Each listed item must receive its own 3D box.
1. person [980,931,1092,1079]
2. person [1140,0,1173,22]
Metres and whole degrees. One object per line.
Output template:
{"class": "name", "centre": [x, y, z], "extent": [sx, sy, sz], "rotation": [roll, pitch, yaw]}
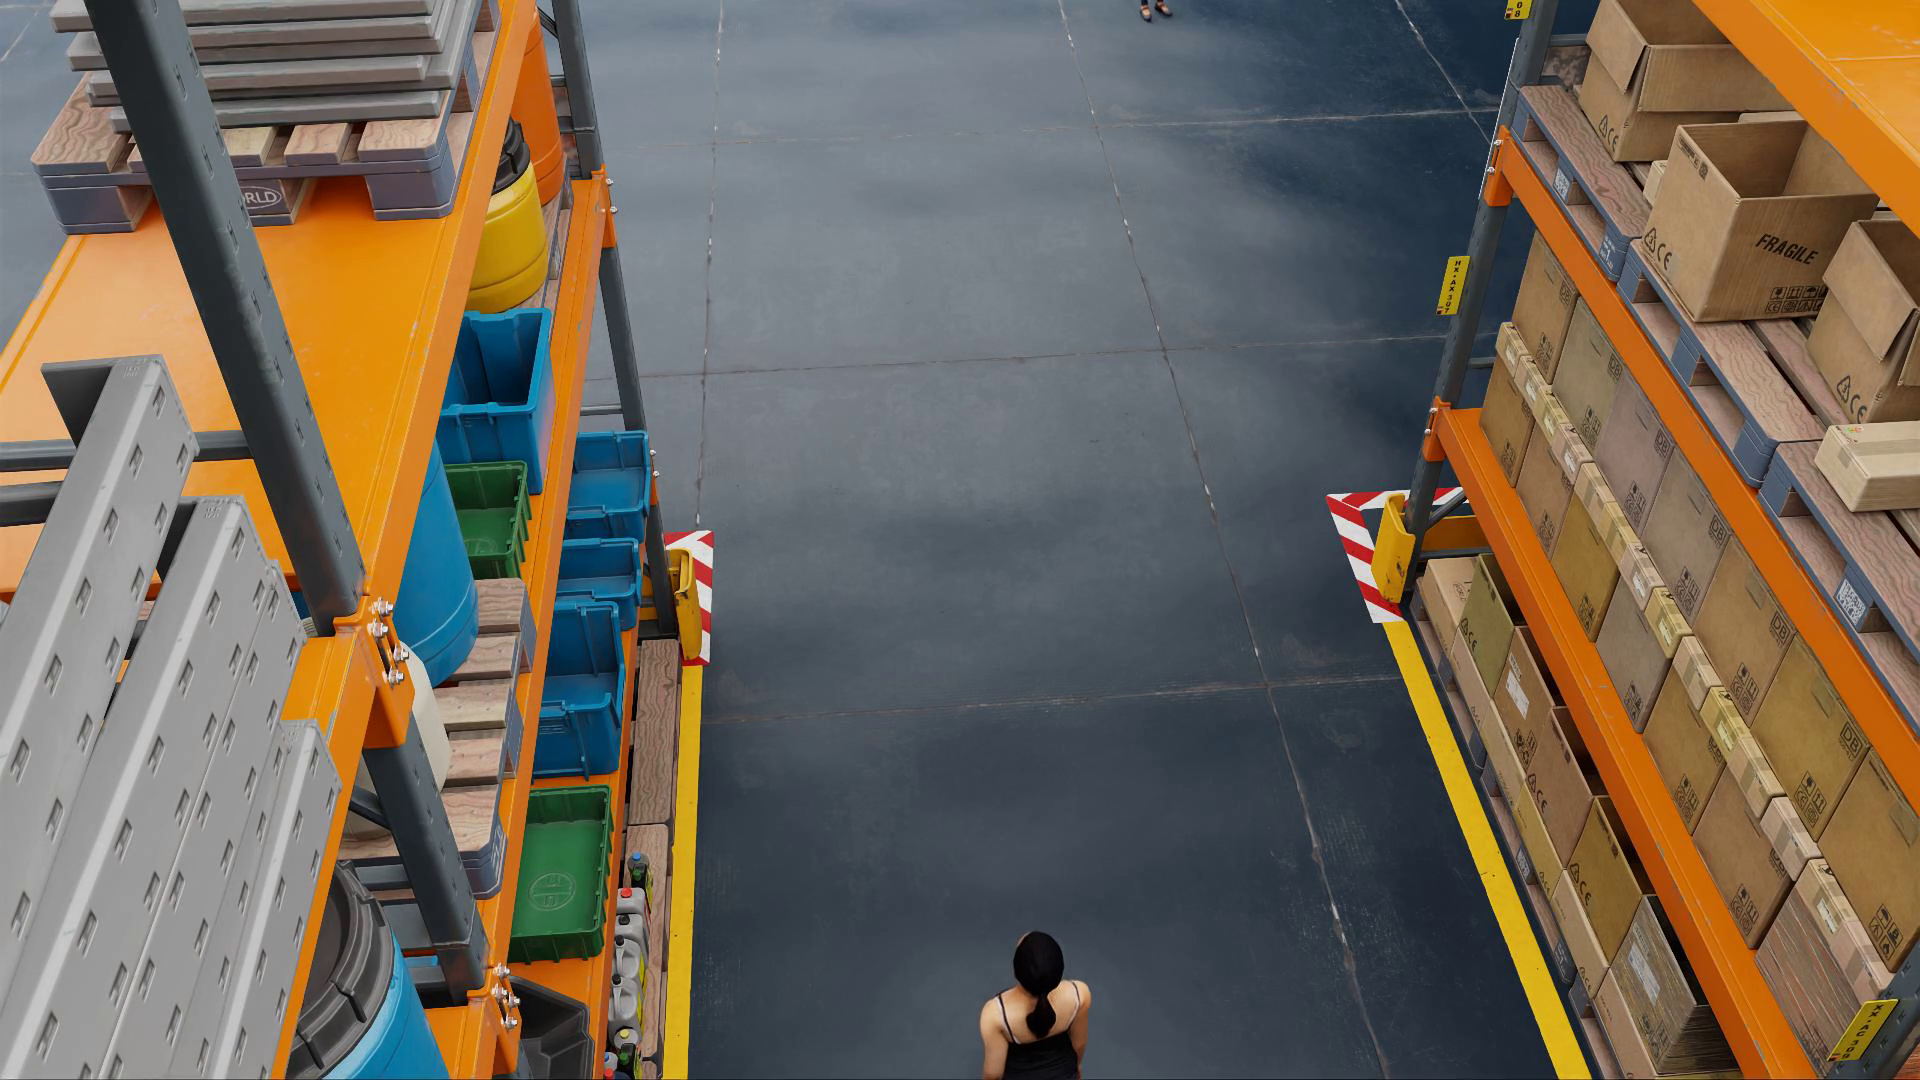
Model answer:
{"class": "person", "centre": [0.269, 1.980, 6.059], "extent": [0.609, 1.729, 0.594], "rotation": [-12, 44, -13]}
{"class": "person", "centre": [1.711, -5.129, 14.198], "extent": [0.552, 1.311, 0.578], "rotation": [-17, 45, -18]}
